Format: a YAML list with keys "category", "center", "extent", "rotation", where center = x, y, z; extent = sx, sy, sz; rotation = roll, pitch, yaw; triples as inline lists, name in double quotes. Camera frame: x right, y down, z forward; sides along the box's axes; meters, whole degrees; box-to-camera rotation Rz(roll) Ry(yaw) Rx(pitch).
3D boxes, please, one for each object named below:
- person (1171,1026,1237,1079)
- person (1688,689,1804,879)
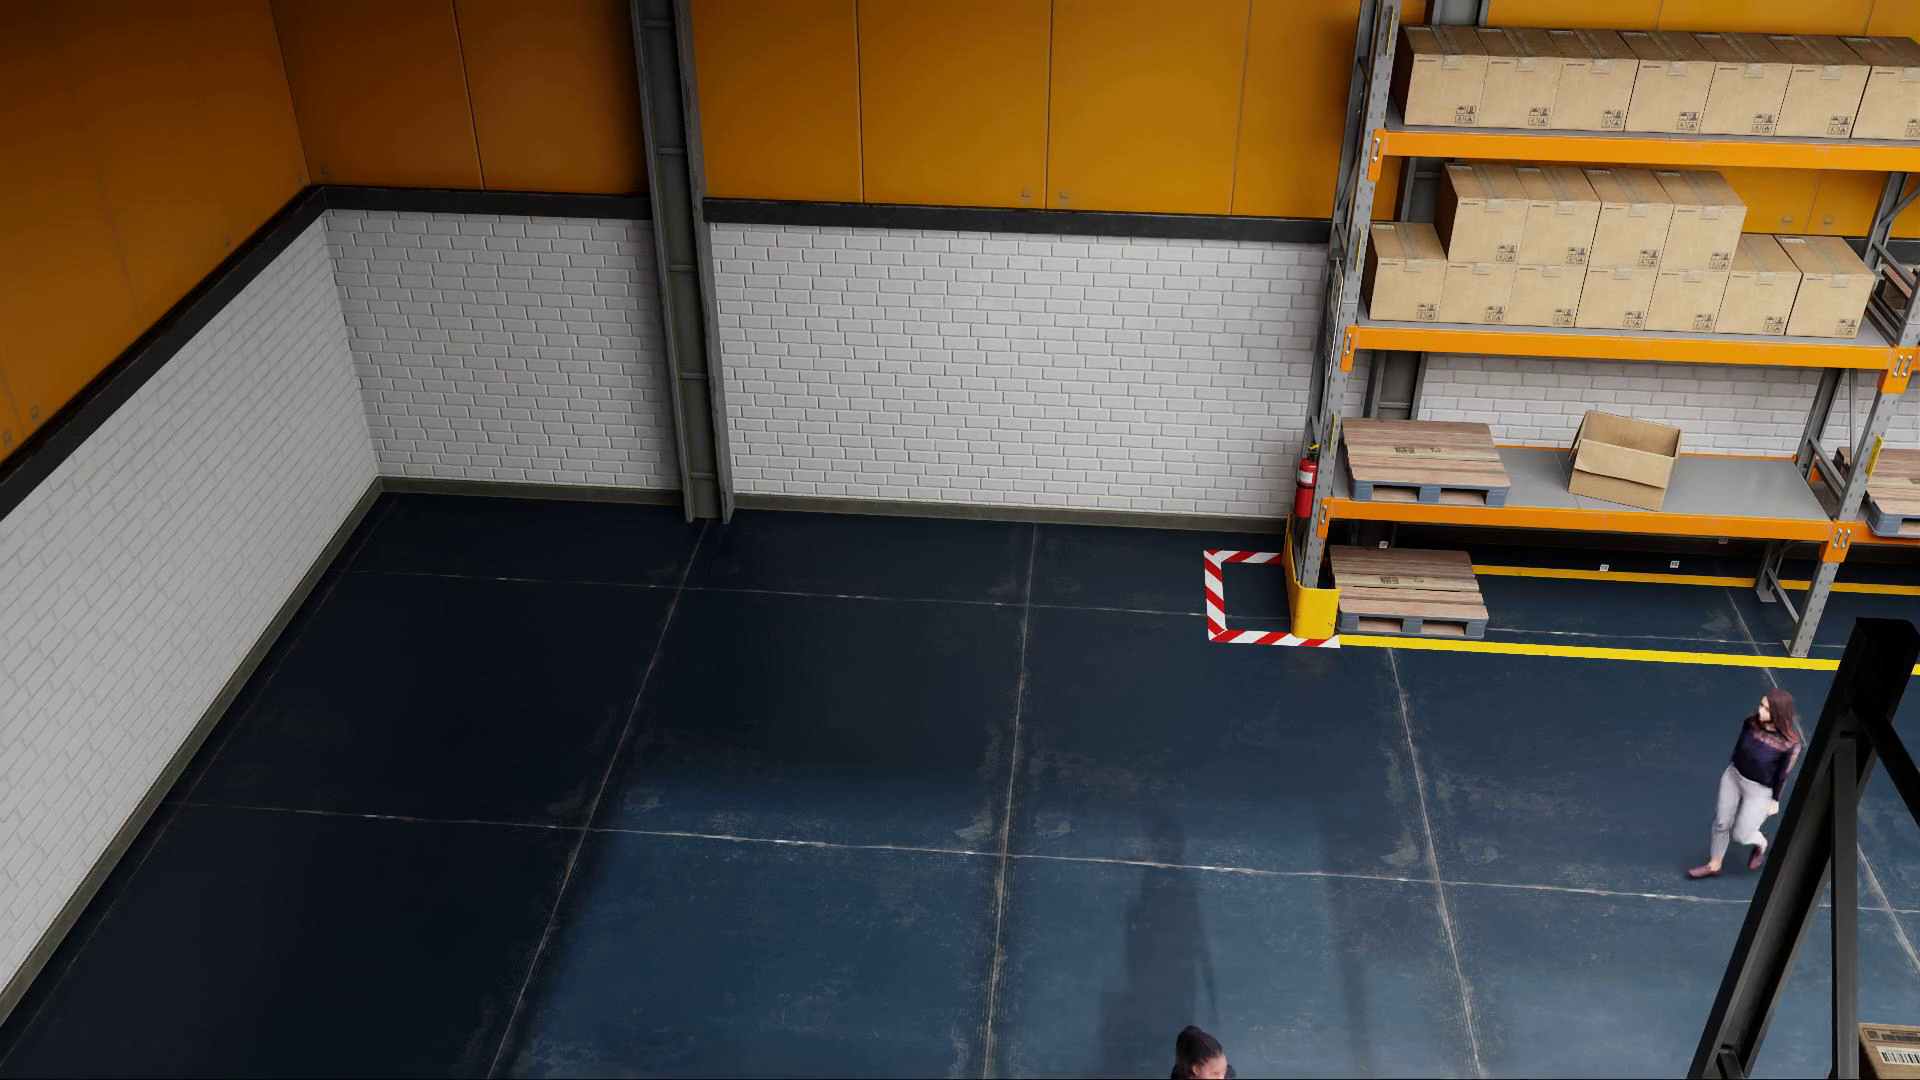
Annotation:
- category: "person"
  center: [1.161, 3.155, 8.696]
  extent: [0.901, 1.718, 0.949]
  rotation: [-22, 40, -30]
- category: "person"
  center: [5.301, 1.650, 11.071]
  extent: [0.885, 1.596, 0.781]
  rotation: [-12, 36, -18]
